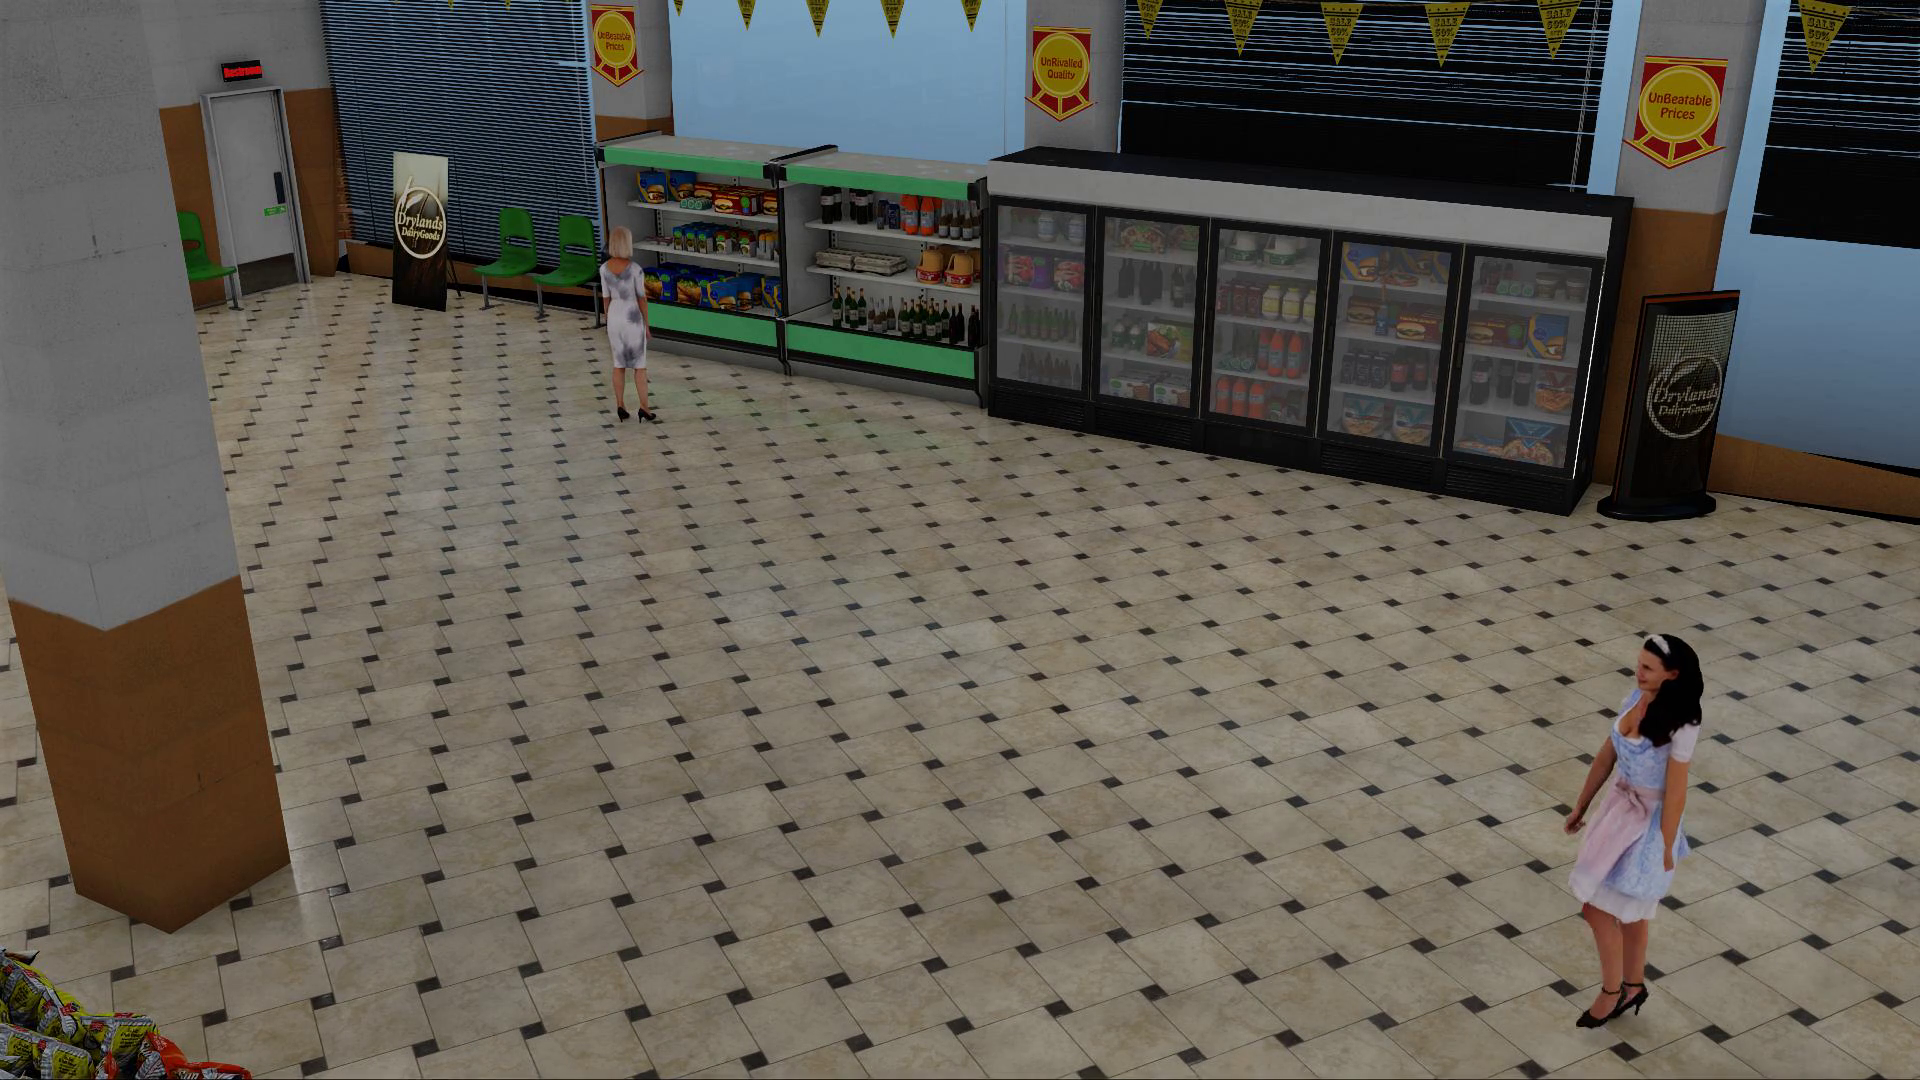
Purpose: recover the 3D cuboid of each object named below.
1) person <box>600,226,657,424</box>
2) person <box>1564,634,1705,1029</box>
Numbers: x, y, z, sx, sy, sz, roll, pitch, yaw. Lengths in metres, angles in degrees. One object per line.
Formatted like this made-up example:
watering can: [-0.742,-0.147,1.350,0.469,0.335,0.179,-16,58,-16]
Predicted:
person: [-2.942,-1.900,14.692,0.541,1.751,0.683,4,22,11]
person: [2.872,1.214,6.873,0.959,1.803,0.882,-2,22,-5]
